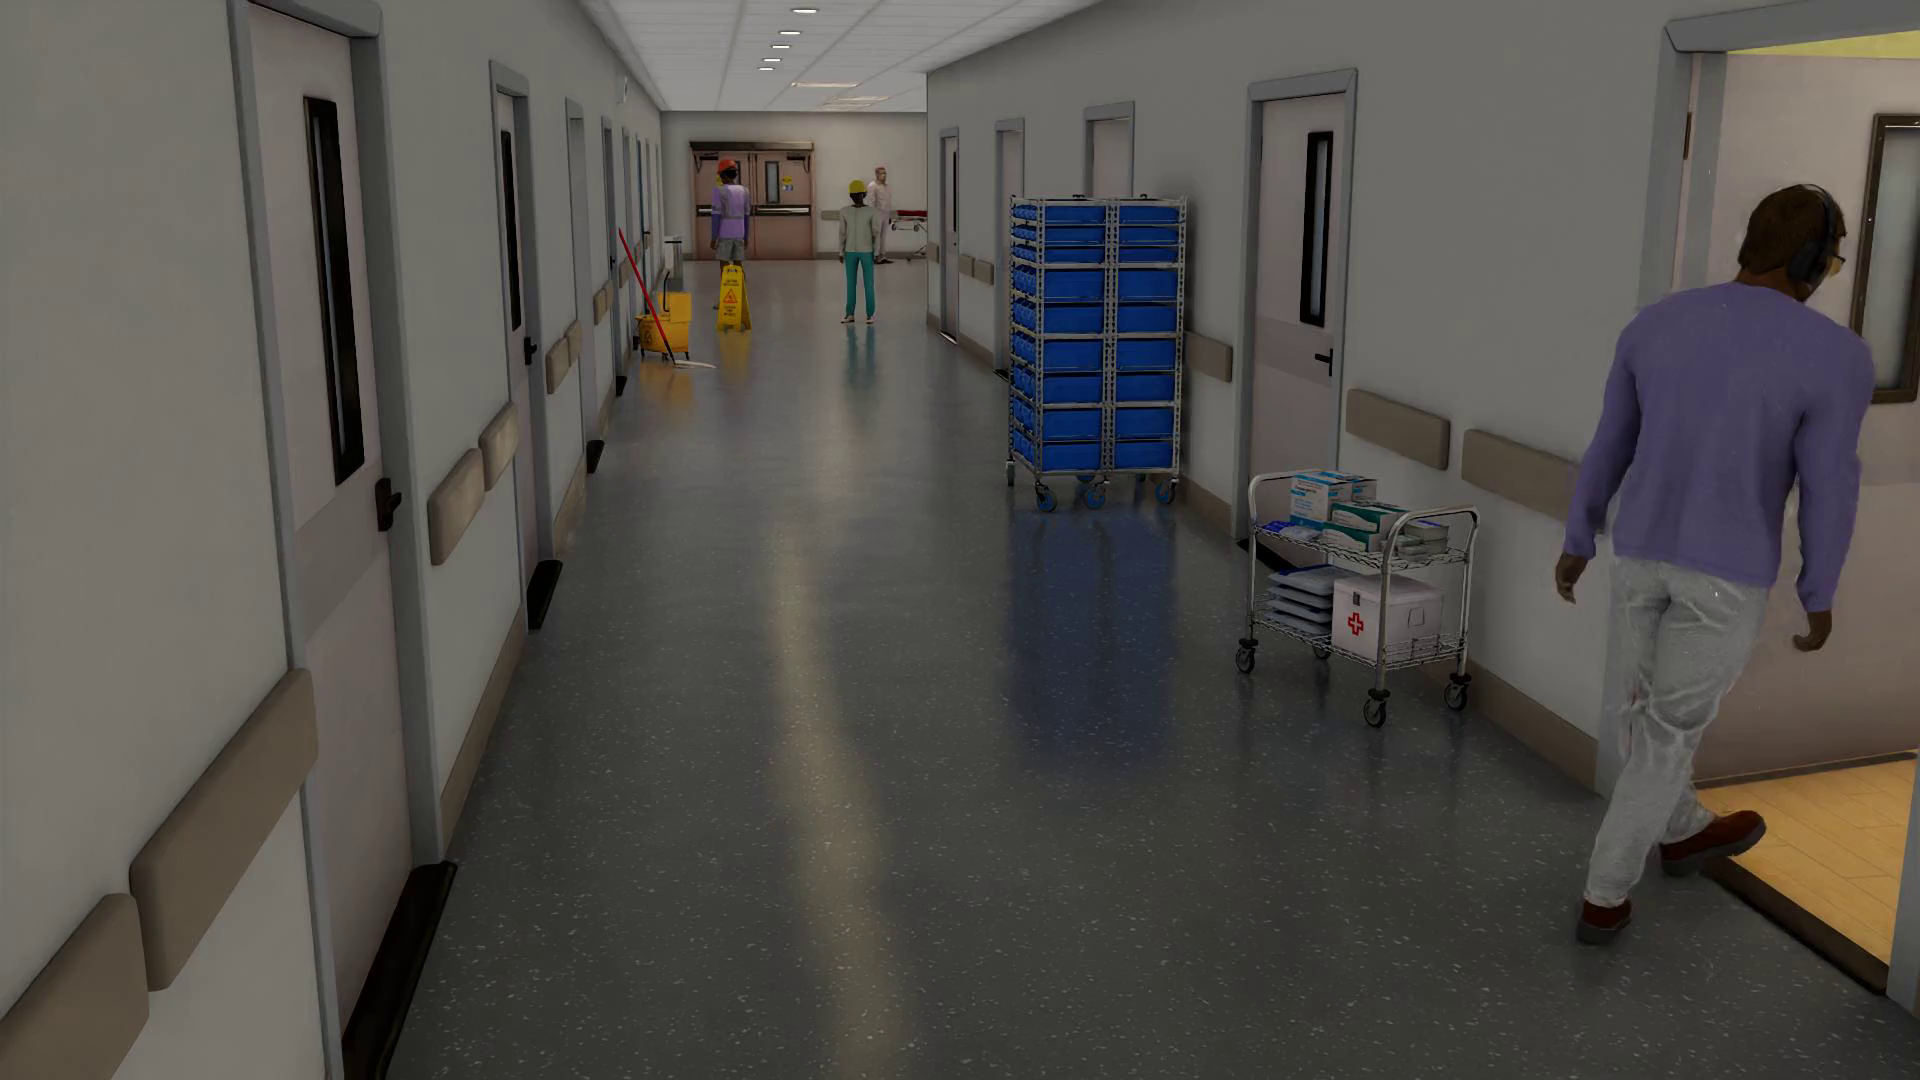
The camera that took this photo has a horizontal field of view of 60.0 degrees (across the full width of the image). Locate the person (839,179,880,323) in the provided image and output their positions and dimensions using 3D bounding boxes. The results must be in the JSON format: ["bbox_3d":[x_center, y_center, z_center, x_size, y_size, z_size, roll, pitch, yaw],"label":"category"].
[{"bbox_3d":[-1.247,-3.559,20.568,0.528,1.767,0.329,3,13,15],"label":"person"}]

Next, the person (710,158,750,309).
[{"bbox_3d":[-3.135,-4.151,22.616,0.408,2.032,0.613,12,18,43],"label":"person"}]

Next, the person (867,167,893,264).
[{"bbox_3d":[-1.567,-6.453,33.105,0.407,1.910,0.639,7,15,29],"label":"person"}]

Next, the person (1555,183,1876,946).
[{"bbox_3d":[1.903,0.068,4.197,0.865,1.884,0.721,-9,15,-34],"label":"person"}]
